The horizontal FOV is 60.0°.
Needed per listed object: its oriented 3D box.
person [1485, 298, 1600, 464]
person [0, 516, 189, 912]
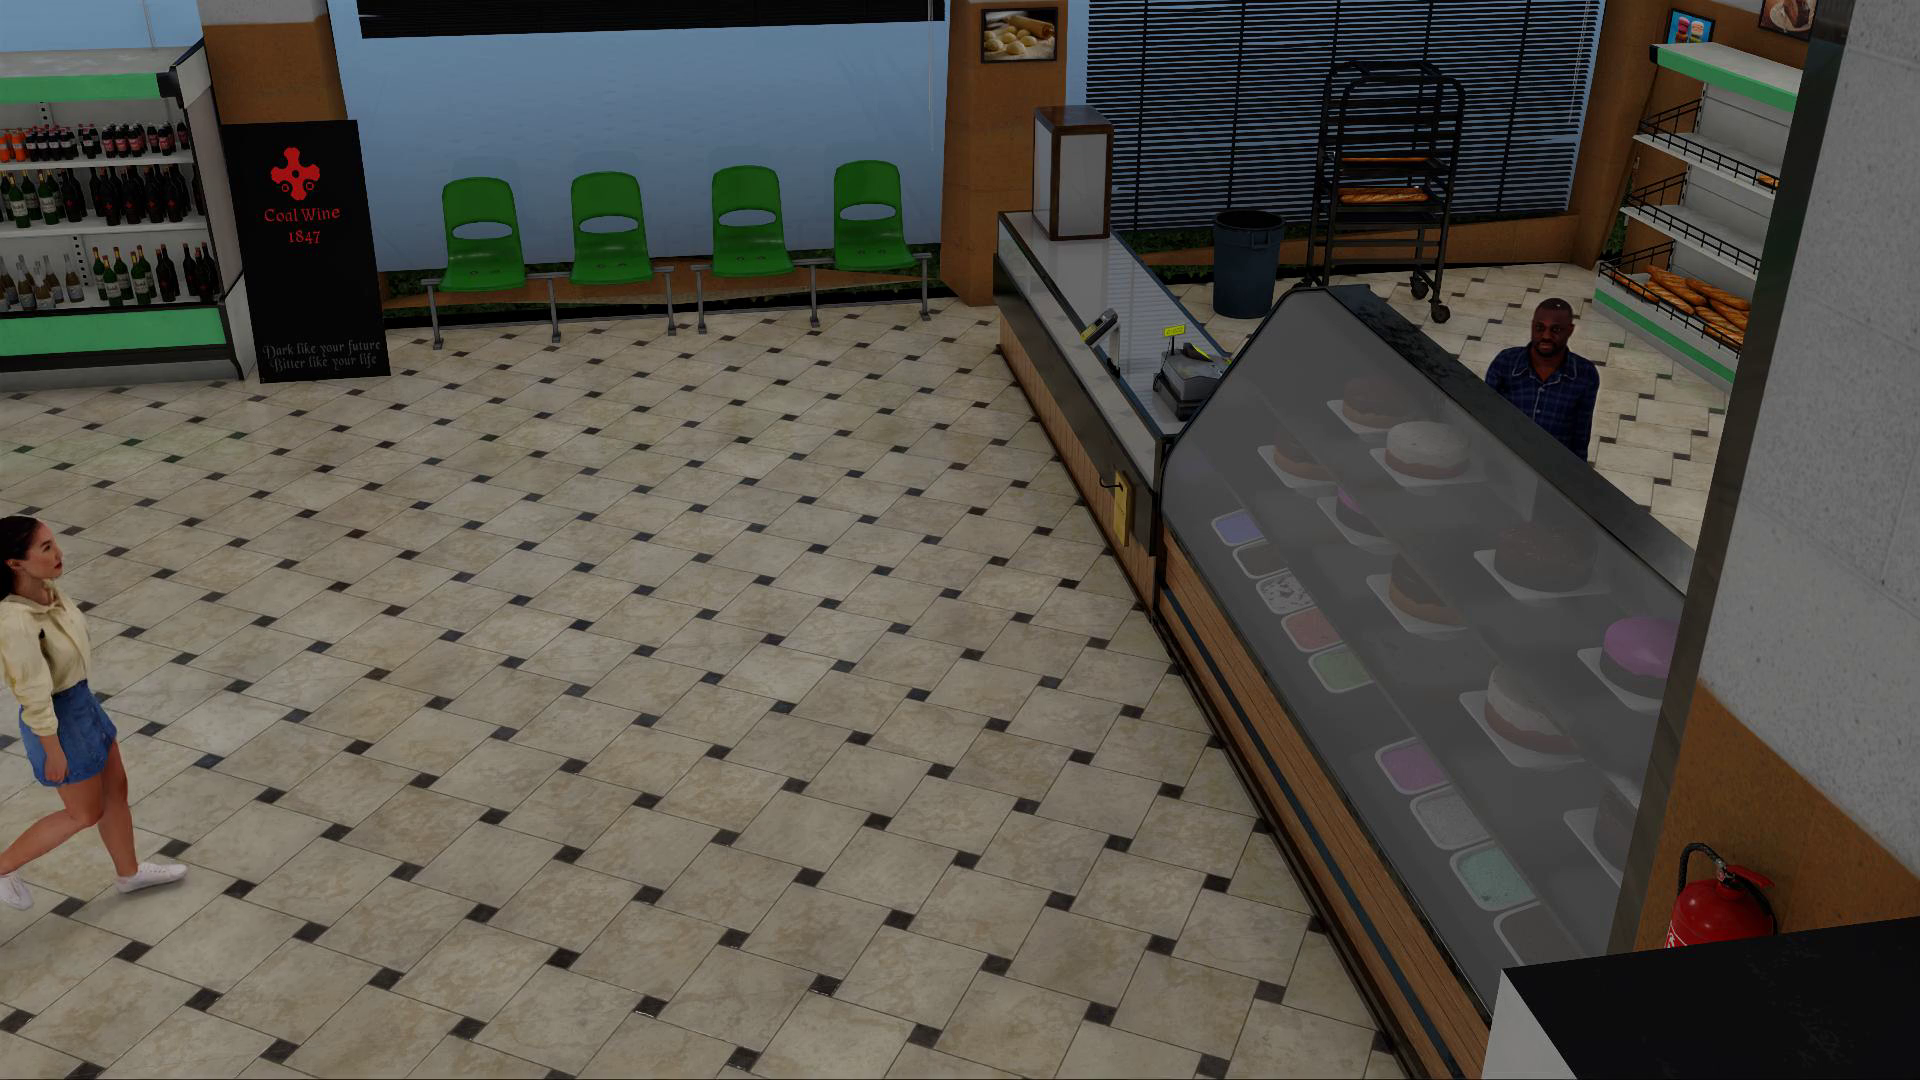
[{"bbox_3d":[2.577,-0.235,7.591,0.725,1.825,0.832,9,28,18],"label":"person"},{"bbox_3d":[-3.330,0.675,6.026,0.966,1.617,0.753,-10,29,-20],"label":"person"}]
